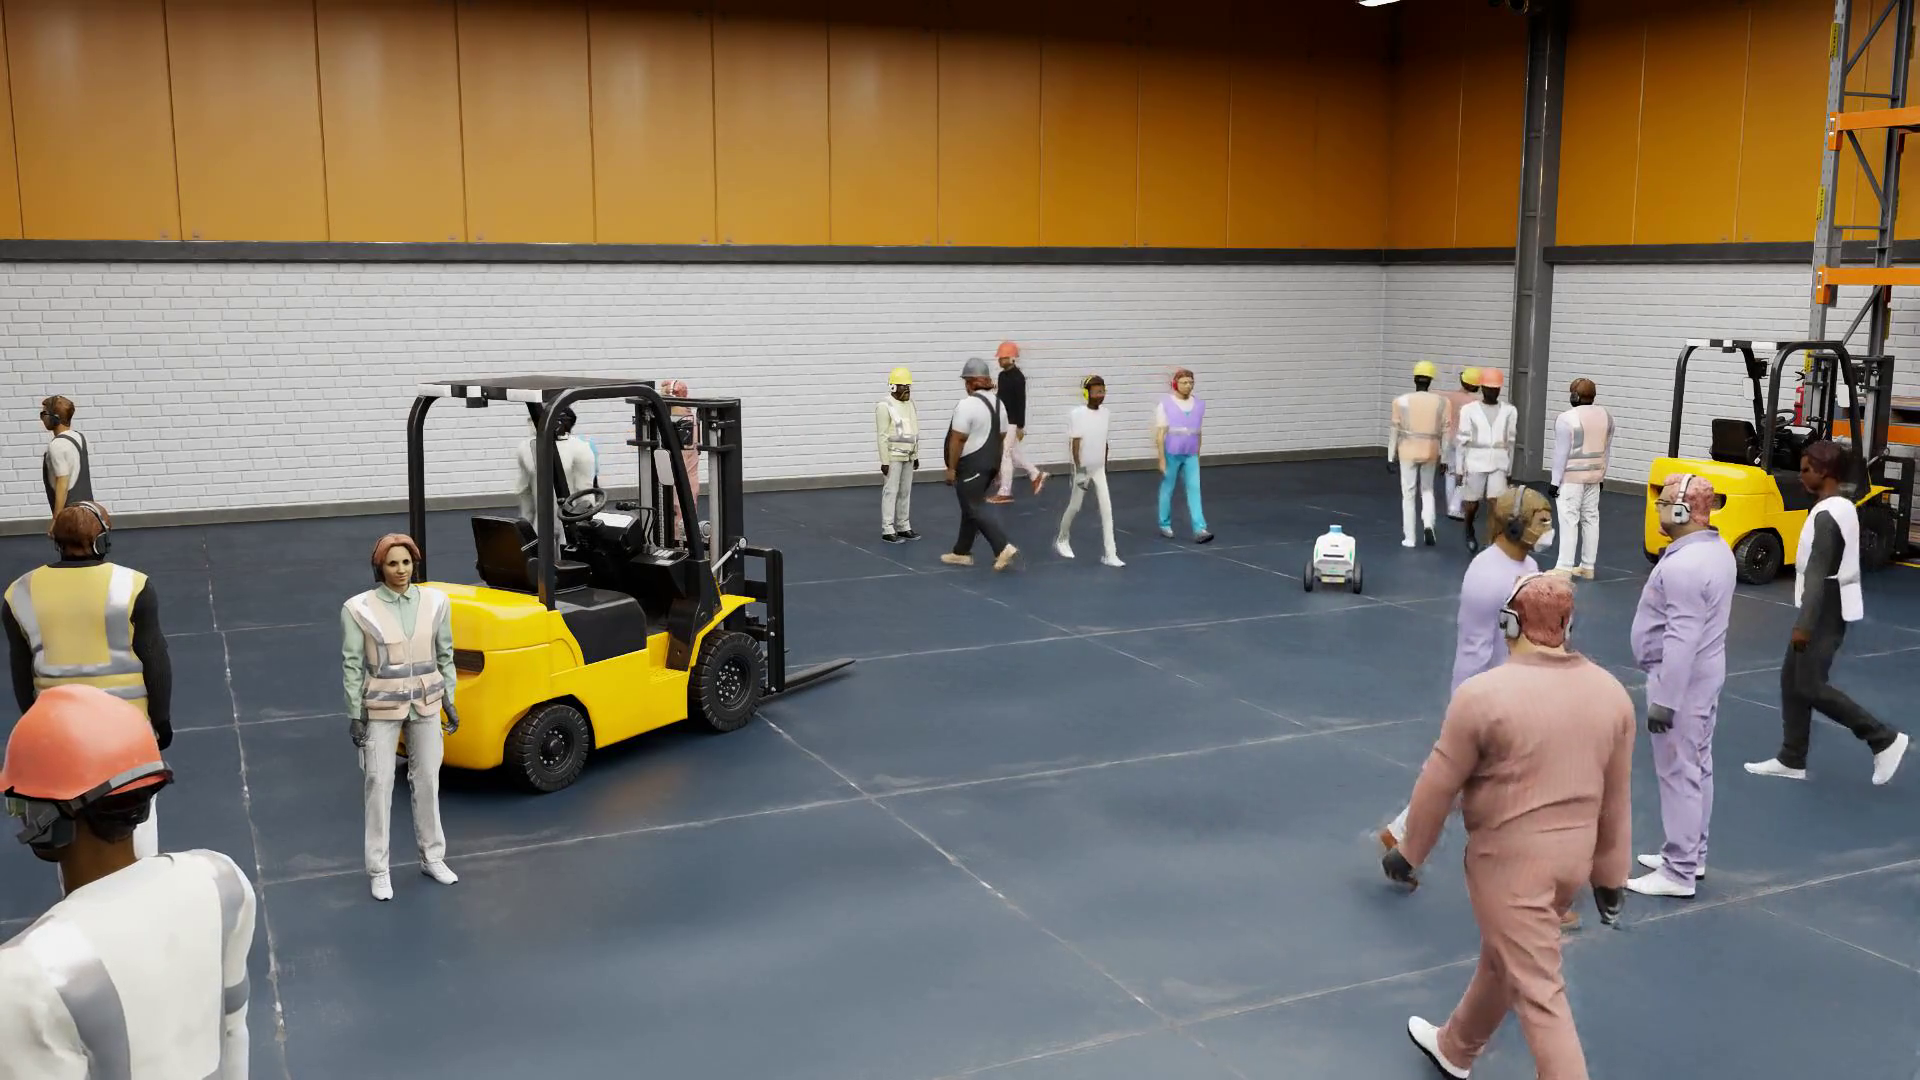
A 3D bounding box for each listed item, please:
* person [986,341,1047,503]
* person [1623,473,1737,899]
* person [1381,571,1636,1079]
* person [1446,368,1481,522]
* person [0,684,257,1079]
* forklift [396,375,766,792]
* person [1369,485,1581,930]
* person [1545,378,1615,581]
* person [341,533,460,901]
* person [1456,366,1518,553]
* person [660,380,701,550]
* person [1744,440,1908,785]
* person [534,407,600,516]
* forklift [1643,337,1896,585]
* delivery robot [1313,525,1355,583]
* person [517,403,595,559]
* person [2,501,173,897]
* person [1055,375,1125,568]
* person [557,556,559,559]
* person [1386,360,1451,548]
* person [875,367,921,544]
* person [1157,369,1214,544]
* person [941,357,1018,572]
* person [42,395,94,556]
[{"bbox_3d":[0.692,-1.437,20.226,0.759,1.969,0.627,-3,10,-18],"label":"person"},{"bbox_3d":[3.218,0.648,7.483,0.399,1.907,0.644,7,11,36],"label":"person"},{"bbox_3d":[1.790,1.025,5.347,0.649,1.847,1.034,-4,10,-25],"label":"person"},{"bbox_3d":[5.622,-1.072,18.722,0.446,1.722,0.644,-5,10,-28],"label":"person"},{"bbox_3d":[-1.592,1.276,3.161,0.375,2.044,0.604,2,9,13],"label":"person"},{"bbox_3d":[-2.268,0.149,9.685,1.214,2.155,2.313,6,11,32],"label":"forklift"},{"bbox_3d":[2.249,0.692,7.234,0.906,1.910,0.643,6,11,31],"label":"person"},{"bbox_3d":[5.601,-0.547,15.100,0.625,1.844,0.429,-4,10,-23],"label":"person"},{"bbox_3d":[-2.512,0.779,7.492,0.515,1.641,0.309,-8,12,-39],"label":"person"},{"bbox_3d":[5.050,-0.729,16.010,0.559,1.913,0.843,1,9,7],"label":"person"},{"bbox_3d":[-2.368,-0.382,13.872,0.409,1.907,0.651,0,9,0],"label":"person"},{"bbox_3d":[4.739,0.408,9.013,0.693,1.892,0.608,5,10,27],"label":"person"},{"bbox_3d":[-3.389,-0.316,14.217,0.555,1.649,0.855,1,9,5],"label":"person"},{"bbox_3d":[7.551,-0.789,15.507,2.313,2.155,1.214,-4,10,-25],"label":"forklift"},{"bbox_3d":[3.311,0.113,14.688,0.477,0.478,0.707,2,10,14],"label":"delivery robot"},{"bbox_3d":[-2.886,-0.103,12.129,0.631,1.917,0.633,2,9,13],"label":"person"},{"bbox_3d":[-3.650,0.749,7.053,0.622,1.844,0.429,-1,9,-7],"label":"person"},{"bbox_3d":[1.225,-0.681,16.024,0.514,1.820,0.986,-5,10,-29],"label":"person"},{"bbox_3d":[-2.946,0.020,12.305,0.383,1.609,0.583,-3,10,-21],"label":"person"},{"bbox_3d":[4.631,-0.854,16.805,0.593,1.906,0.466,1,9,3],"label":"person"},{"bbox_3d":[-0.625,-0.874,17.190,0.403,1.825,0.591,6,11,32],"label":"person"},{"bbox_3d":[2.298,-0.858,17.180,0.586,1.785,0.984,-3,10,-20],"label":"person"},{"bbox_3d":[0.193,-0.731,15.622,0.897,2.000,0.681,5,11,30],"label":"person"},{"bbox_3d":[-6.929,-0.200,12.927,0.344,1.847,0.504,-1,9,-6],"label":"person"}]
